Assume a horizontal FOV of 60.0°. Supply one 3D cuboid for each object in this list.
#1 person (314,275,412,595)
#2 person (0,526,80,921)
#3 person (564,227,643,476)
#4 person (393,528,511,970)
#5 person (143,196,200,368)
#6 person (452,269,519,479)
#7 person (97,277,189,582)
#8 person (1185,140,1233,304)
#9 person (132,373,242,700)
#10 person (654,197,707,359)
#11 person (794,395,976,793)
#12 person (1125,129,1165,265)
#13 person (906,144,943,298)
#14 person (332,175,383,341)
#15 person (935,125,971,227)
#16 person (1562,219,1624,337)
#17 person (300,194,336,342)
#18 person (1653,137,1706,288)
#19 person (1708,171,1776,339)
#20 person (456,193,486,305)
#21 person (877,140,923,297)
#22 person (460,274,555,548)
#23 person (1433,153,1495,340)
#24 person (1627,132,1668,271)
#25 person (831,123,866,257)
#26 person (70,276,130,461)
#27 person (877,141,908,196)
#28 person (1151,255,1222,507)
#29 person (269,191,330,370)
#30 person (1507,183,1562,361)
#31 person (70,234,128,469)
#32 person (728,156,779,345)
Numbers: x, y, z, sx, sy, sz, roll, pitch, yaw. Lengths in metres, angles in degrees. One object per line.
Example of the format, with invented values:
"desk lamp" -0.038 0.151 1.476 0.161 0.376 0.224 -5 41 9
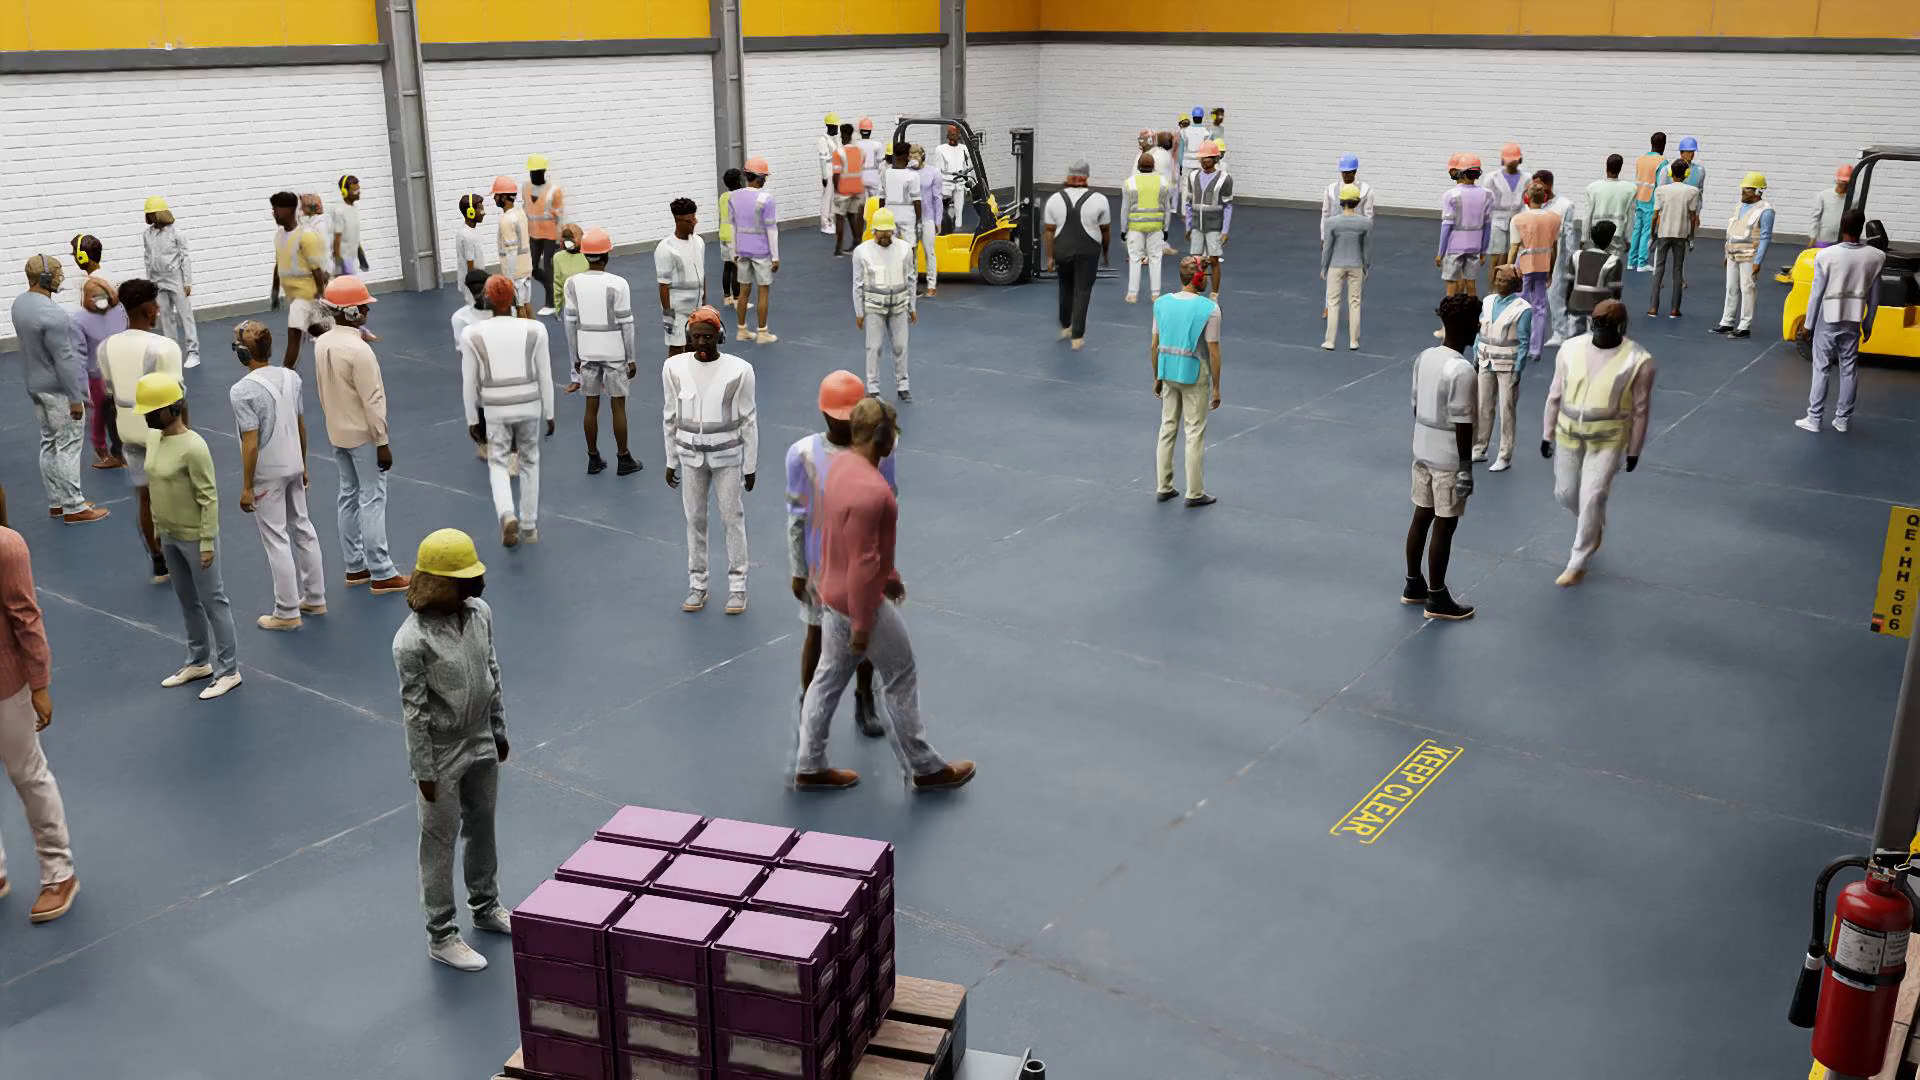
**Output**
"person" -3.735 -0.650 10.364 0.609 1.996 0.379 15 23 39
"person" -3.906 0.578 6.551 0.626 1.982 0.410 -2 18 -6
"person" -2.782 -1.461 12.988 0.546 1.942 0.353 4 18 11
"person" -1.880 0.787 6.291 0.321 1.736 0.484 8 19 23
"person" -8.063 -2.621 16.935 0.492 1.742 0.320 4 18 11
"person" -3.689 -1.335 13.074 0.527 1.642 0.734 -7 19 -22
"person" -5.084 -0.696 10.574 0.645 1.949 0.465 5 18 16
"person" 2.977 -3.784 20.087 0.609 2.044 0.395 13 22 36
"person" -4.104 -0.022 8.785 0.522 1.761 0.322 12 21 32
"person" -2.480 -2.101 14.978 0.398 1.957 0.600 10 20 27
"person" -0.354 0.269 7.652 0.934 1.889 0.640 -5 19 -16
"person" 2.643 -4.902 23.804 0.403 1.911 0.637 -7 19 -21
"person" -0.529 -4.041 21.088 0.634 1.929 0.383 4 18 12
"person" -6.776 -3.088 18.289 0.685 1.829 0.522 -1 18 -2
"person" -0.105 -5.337 25.206 0.575 1.883 0.362 -6 19 -19
"person" 5.913 -2.143 15.532 0.402 1.677 0.557 -15 23 -39
"person" -6.967 -2.943 18.107 0.314 1.642 0.514 -13 22 -35
"person" 9.414 -4.283 21.797 0.610 1.950 0.378 0 18 -1
"person" 8.706 -3.161 18.480 0.403 1.833 0.590 -5 18 -14
"person" -4.680 -2.401 16.064 0.321 1.861 0.514 -5 19 -16
"person" -0.741 -4.050 21.046 0.614 1.963 0.362 9 20 27
"person" -3.011 -0.836 11.163 0.588 1.869 0.648 -5 18 -16
"person" 5.525 -3.216 18.310 0.614 2.042 0.373 -5 18 -14
"person" 9.608 -4.719 23.234 0.397 1.910 0.588 -4 18 -13
"person" -1.664 -5.172 24.614 0.627 1.935 0.423 -14 23 -38
"person" -6.742 -1.325 13.165 0.523 1.579 0.880 -15 23 -39
"person" -0.962 -4.843 23.899 0.483 1.736 0.312 4 18 11
"person" 1.646 -1.156 12.193 0.571 1.840 0.373 15 23 38
"person" -6.330 -2.347 15.806 0.628 1.908 1.019 16 24 41
"person" 5.891 -2.748 17.181 0.564 1.837 0.388 -4 18 -12
"person" -6.811 -1.496 13.247 0.340 1.856 0.526 0 18 2
"person" -2.214 -3.141 18.108 0.614 2.029 0.409 11 21 30
